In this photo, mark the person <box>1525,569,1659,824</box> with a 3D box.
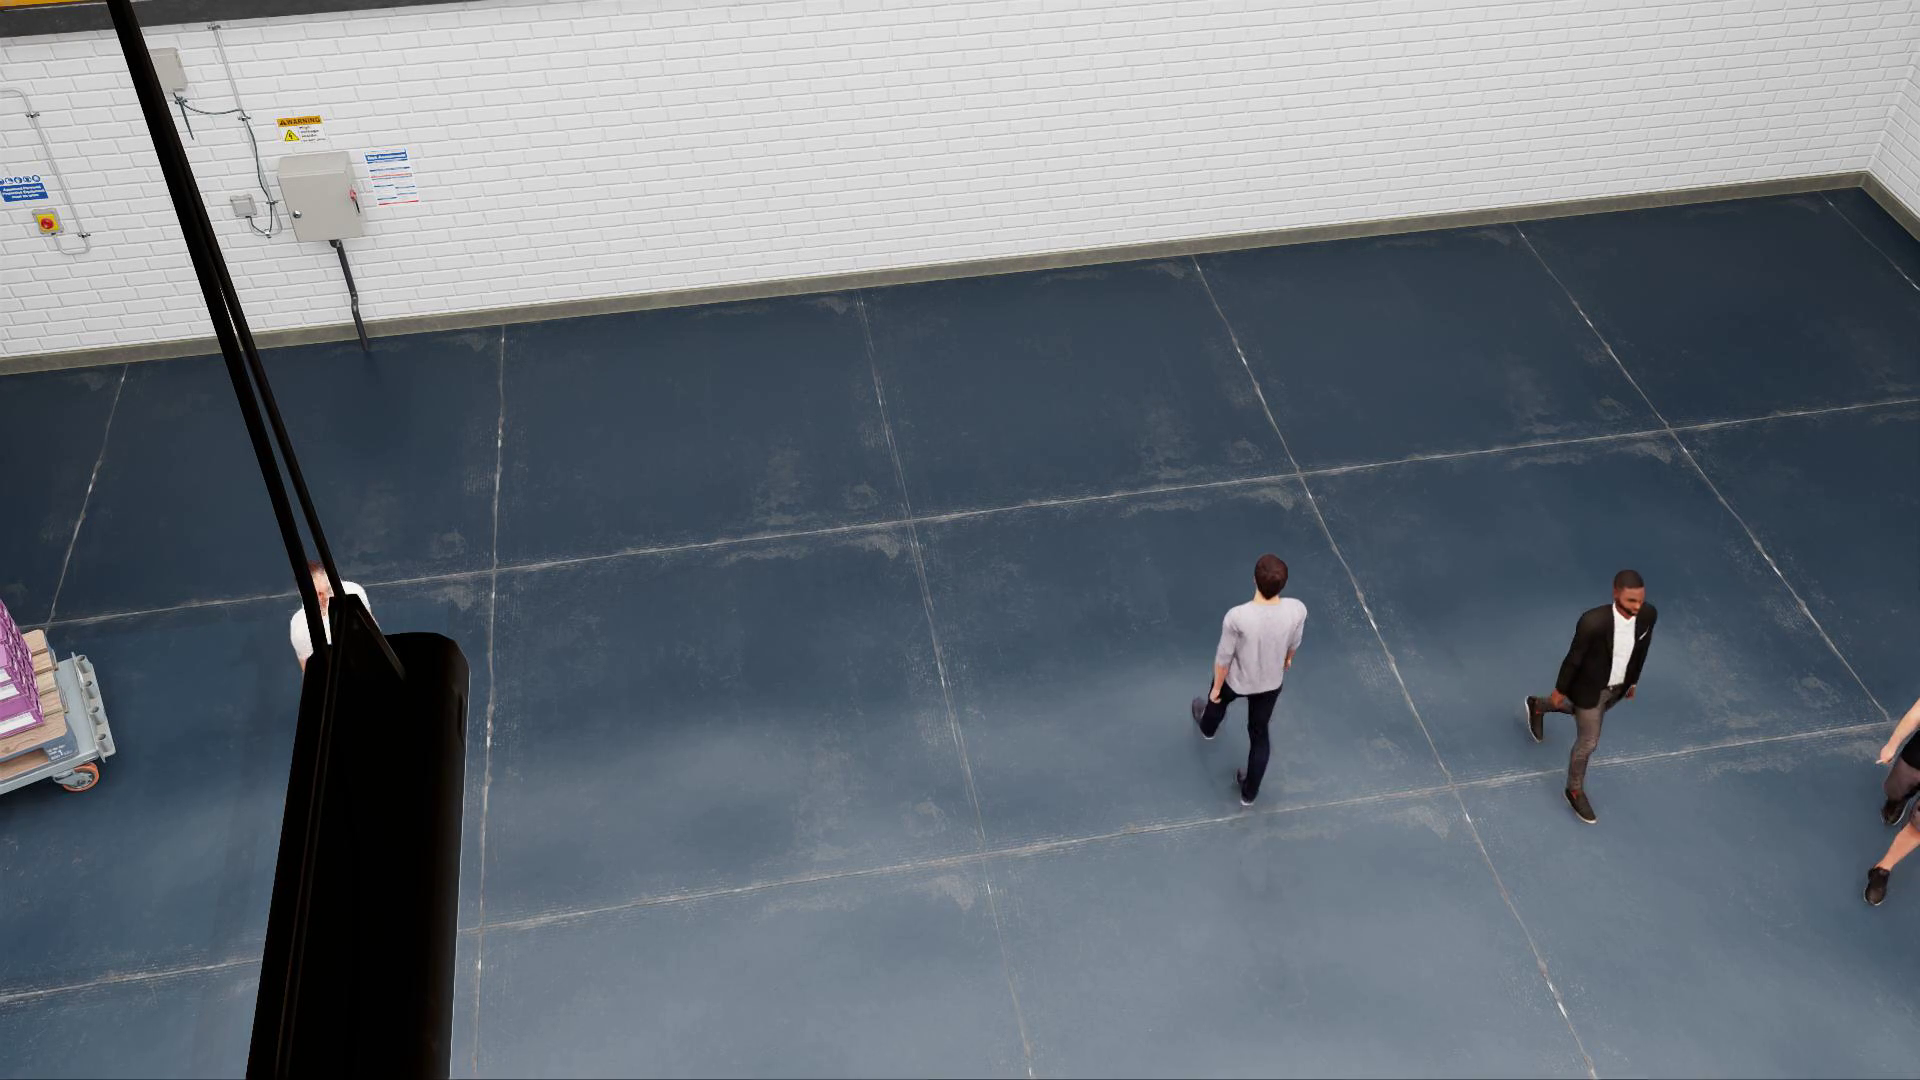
[{"bbox_3d":[3.735,0.806,9.883,0.778,1.767,1.171,-13,45,-13],"label":"person"}]

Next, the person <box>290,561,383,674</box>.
[{"bbox_3d":[-3.691,0.732,9.913,1.102,1.833,1.029,28,50,26],"label":"person"}]

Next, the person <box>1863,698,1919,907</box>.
[{"bbox_3d":[5.576,1.201,9.419,1.182,1.835,1.225,27,50,26],"label":"person"}]

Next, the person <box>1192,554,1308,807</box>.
[{"bbox_3d":[1.737,0.879,9.773,0.727,1.813,1.037,-5,44,-5],"label":"person"}]
